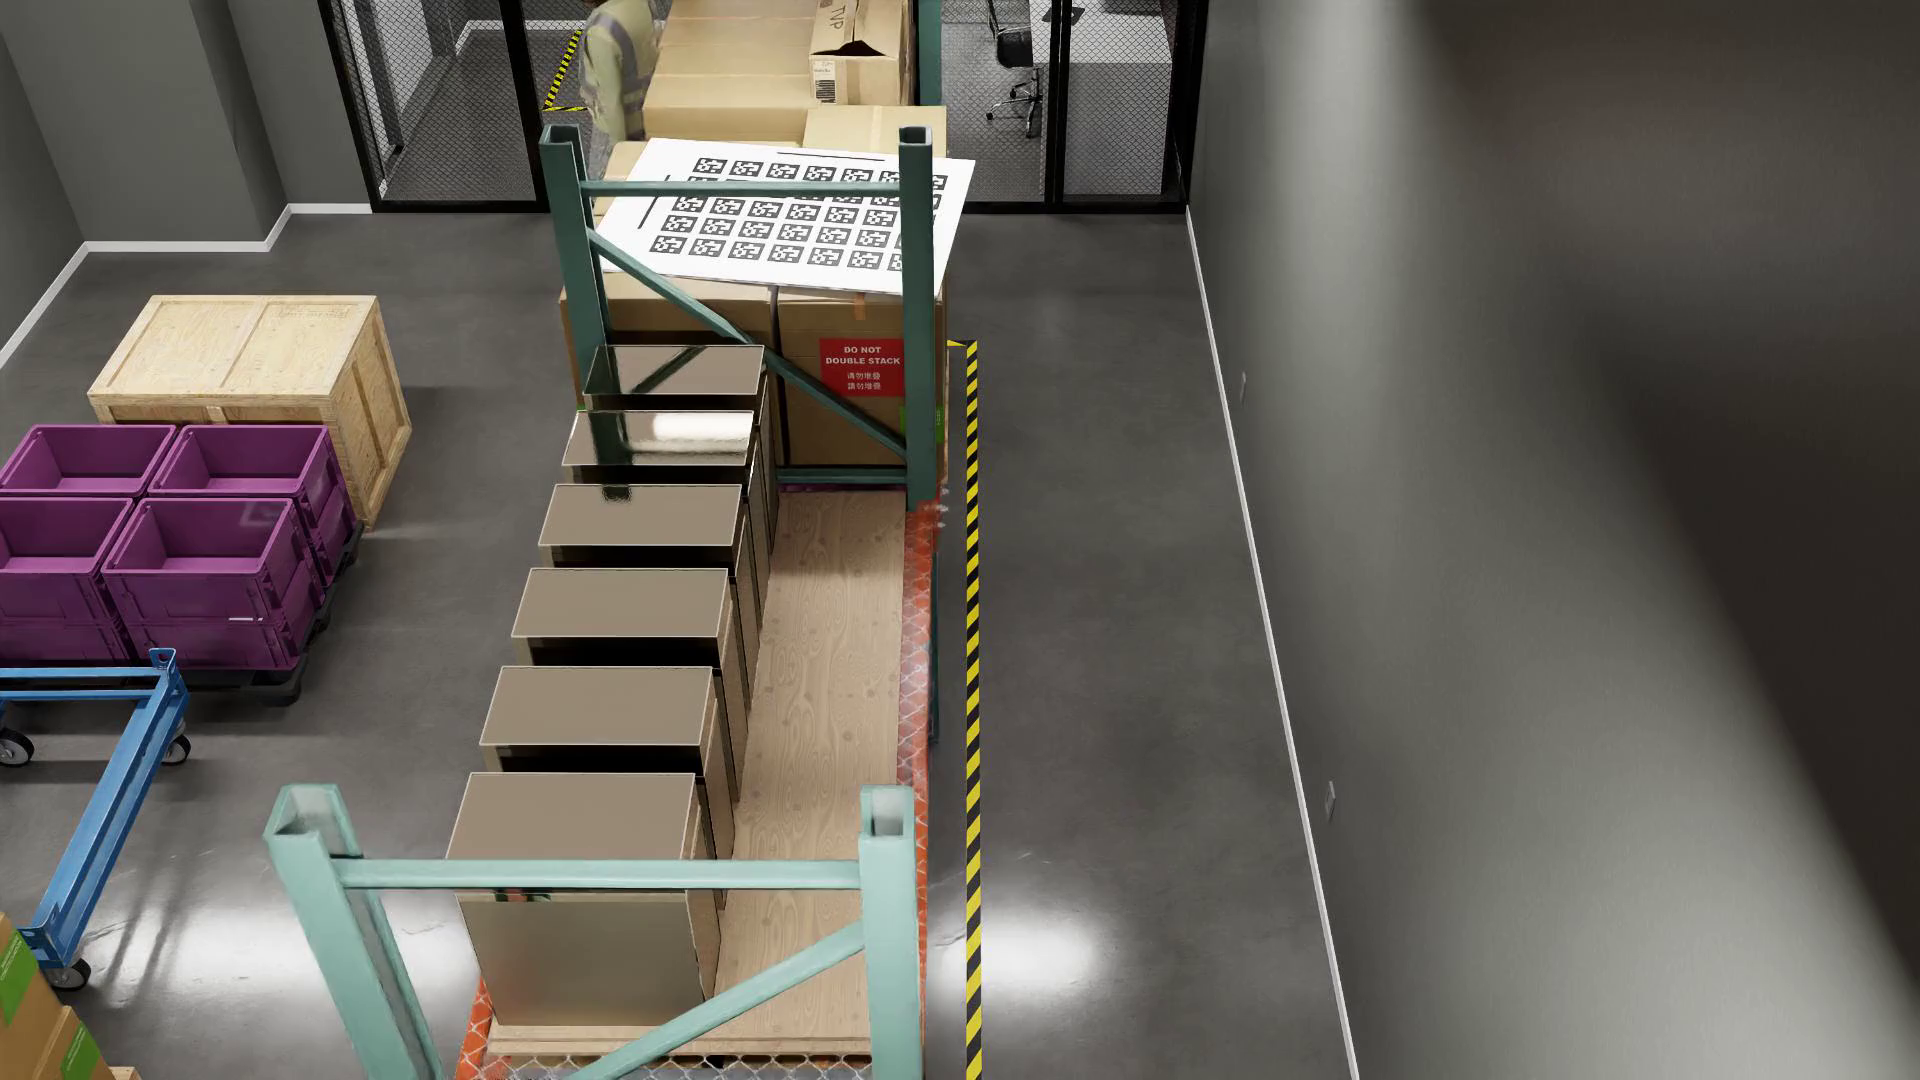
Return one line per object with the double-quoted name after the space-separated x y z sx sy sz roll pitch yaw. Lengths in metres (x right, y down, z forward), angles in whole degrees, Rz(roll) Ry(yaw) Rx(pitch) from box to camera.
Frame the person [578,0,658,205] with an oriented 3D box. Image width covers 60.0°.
-1.656 -2.222 8.532 0.834 1.803 0.595 11 42 12 "person"
